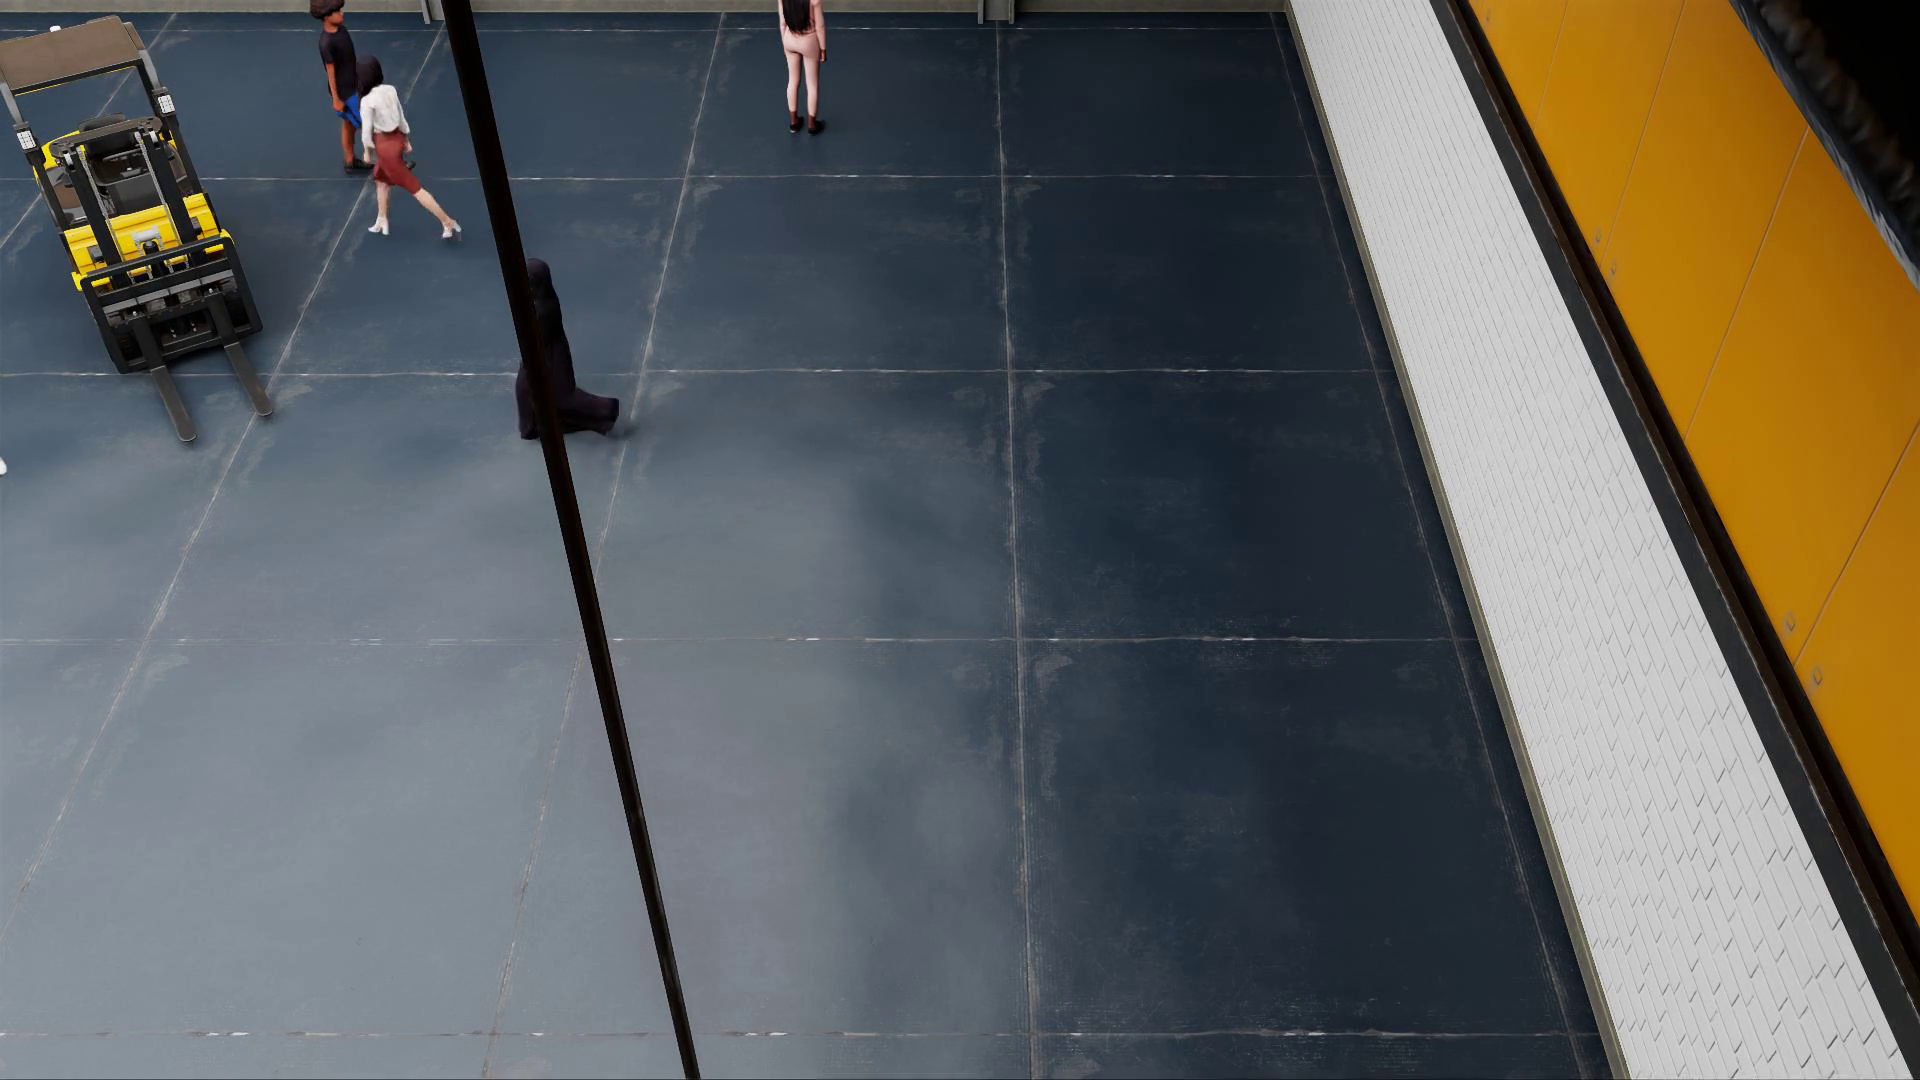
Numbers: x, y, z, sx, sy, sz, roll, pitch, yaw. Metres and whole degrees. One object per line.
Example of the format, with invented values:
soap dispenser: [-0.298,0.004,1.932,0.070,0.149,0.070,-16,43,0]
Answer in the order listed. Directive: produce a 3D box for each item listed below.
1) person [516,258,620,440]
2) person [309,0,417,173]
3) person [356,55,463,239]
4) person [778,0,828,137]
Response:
person: [-3.005,-1.399,12.468,1.072,1.590,0.770,-10,44,-10]
person: [-5.682,-4.133,15.210,0.942,1.766,0.631,1,44,1]
person: [-4.840,-3.309,14.394,1.144,1.699,0.734,8,44,8]
person: [-1.500,-4.689,15.829,0.579,1.718,0.739,15,46,15]
